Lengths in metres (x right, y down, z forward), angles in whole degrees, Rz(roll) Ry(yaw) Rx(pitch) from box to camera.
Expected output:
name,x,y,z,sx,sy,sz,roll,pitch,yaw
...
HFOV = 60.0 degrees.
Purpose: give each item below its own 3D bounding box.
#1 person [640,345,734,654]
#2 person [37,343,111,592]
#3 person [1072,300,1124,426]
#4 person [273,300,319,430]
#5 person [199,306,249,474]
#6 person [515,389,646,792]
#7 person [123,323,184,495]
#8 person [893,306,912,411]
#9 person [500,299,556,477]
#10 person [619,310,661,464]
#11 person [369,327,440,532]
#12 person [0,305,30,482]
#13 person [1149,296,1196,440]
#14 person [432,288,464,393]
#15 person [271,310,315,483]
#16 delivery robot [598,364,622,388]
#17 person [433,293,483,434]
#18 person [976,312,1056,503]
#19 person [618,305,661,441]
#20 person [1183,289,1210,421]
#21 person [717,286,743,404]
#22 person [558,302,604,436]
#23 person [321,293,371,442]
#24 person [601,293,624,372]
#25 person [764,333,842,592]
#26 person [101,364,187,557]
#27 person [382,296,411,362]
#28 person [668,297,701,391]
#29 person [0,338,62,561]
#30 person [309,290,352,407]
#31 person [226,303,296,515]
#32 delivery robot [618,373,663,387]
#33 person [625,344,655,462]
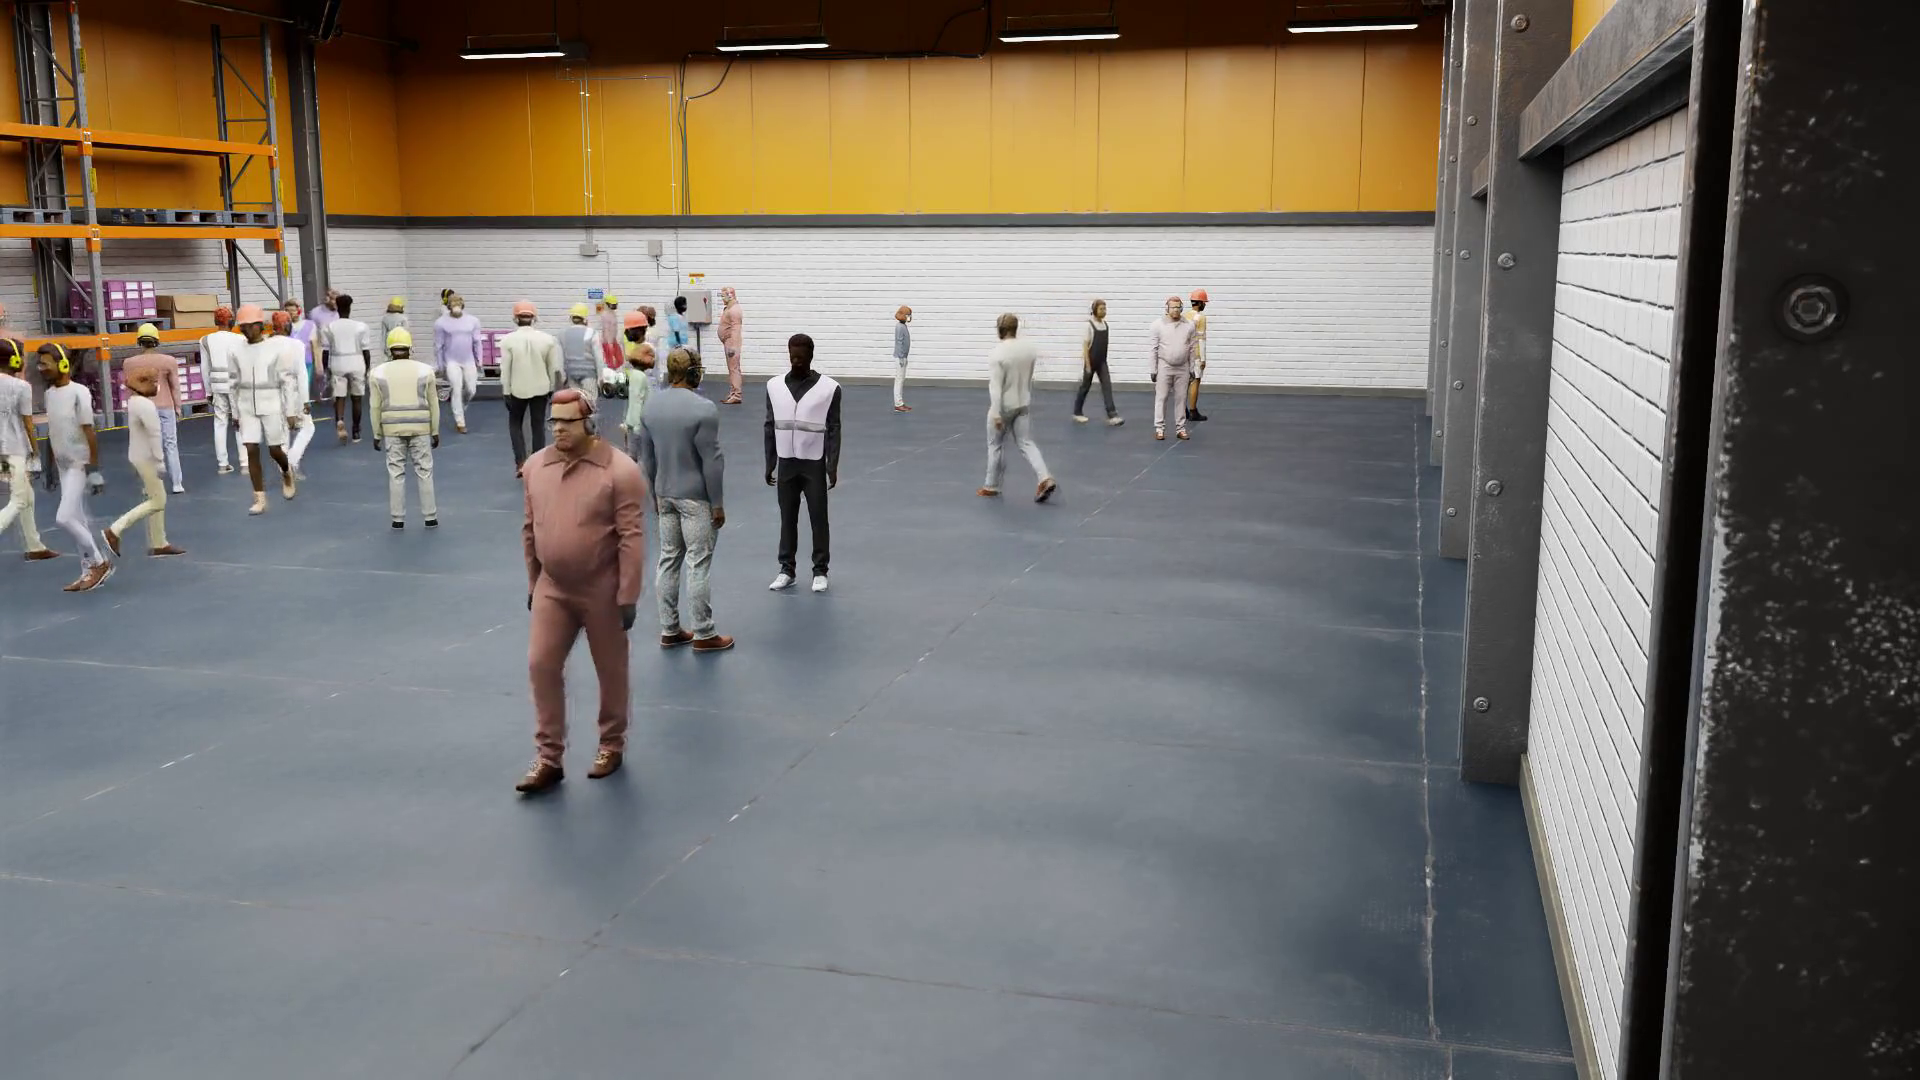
name,x,y,z,sx,sy,sz,roll,pitch,yaw
person,-1.721,-0.253,10.472,0.628,1.940,0.373,7,12,33
person,-6.541,-0.520,12.234,0.569,1.850,0.433,7,12,33
person,1.955,-2.542,23.843,0.524,1.796,0.991,-8,13,-38
person,-9.390,-2.494,23.554,0.566,1.805,0.930,-5,11,-25
person,-8.204,-1.676,18.690,0.579,1.883,0.352,0,10,2
person,-1.820,0.245,7.793,0.671,1.880,0.792,3,10,14
person,-8.281,-1.337,17.099,0.522,1.768,0.312,-6,12,-29
person,-0.888,-2.820,25.868,0.289,1.633,0.500,1,10,7
person,-4.728,-1.641,18.223,0.621,1.972,0.449,-5,11,-25
person,-3.197,-1.432,17.273,0.877,1.908,0.543,-4,11,-24
person,-4.973,-0.990,14.935,0.587,1.837,0.404,-3,10,-17
person,-10.403,-1.581,17.873,0.646,1.975,0.672,6,11,29
person,2.813,-2.262,21.968,0.645,1.902,0.403,-2,10,-13
person,-8.994,-3.441,28.851,0.780,1.832,0.541,-4,11,-24
person,-7.204,-1.522,17.842,0.612,1.871,0.415,3,10,17
delivery robot,-6.028,-2.739,28.198,0.707,0.478,0.477,5,11,25
person,-6.912,-2.440,22.895,0.632,1.923,0.707,-6,12,-31
person,0.546,-1.322,16.610,0.629,1.913,0.924,-8,13,-39
person,-4.107,-2.094,21.268,0.646,1.810,0.714,7,12,36
person,3.465,-2.711,24.424,0.382,1.932,0.541,-5,11,-27
person,-3.737,-3.166,27.073,0.410,1.905,0.640,-2,10,-12
person,-4.882,-2.153,21.537,0.599,1.829,0.404,3,10,14
person,-7.942,-2.214,21.550,0.611,1.948,0.630,-3,10,-14
person,-6.116,-3.469,29.233,0.380,1.740,0.544,2,10,9
person,-1.167,-0.578,12.366,0.593,1.920,0.391,2,10,12
person,-6.663,-0.625,13.493,0.571,1.607,0.506,-7,12,-36
person,-9.418,-3.201,27.761,0.510,1.714,0.452,3,10,14
person,-4.818,-3.397,29.006,0.646,1.675,0.545,3,10,16
person,-7.573,-0.678,13.203,0.515,1.840,0.874,3,11,19
person,-9.977,-3.031,26.386,0.673,1.877,0.511,-7,12,-33
person,-6.707,-1.274,16.025,0.618,2.020,0.736,0,10,-3
delivery robot,-5.355,-2.686,27.899,0.707,0.478,0.477,1,10,7
person,-3.069,-1.138,16.457,0.820,1.590,0.520,-3,10,-17
